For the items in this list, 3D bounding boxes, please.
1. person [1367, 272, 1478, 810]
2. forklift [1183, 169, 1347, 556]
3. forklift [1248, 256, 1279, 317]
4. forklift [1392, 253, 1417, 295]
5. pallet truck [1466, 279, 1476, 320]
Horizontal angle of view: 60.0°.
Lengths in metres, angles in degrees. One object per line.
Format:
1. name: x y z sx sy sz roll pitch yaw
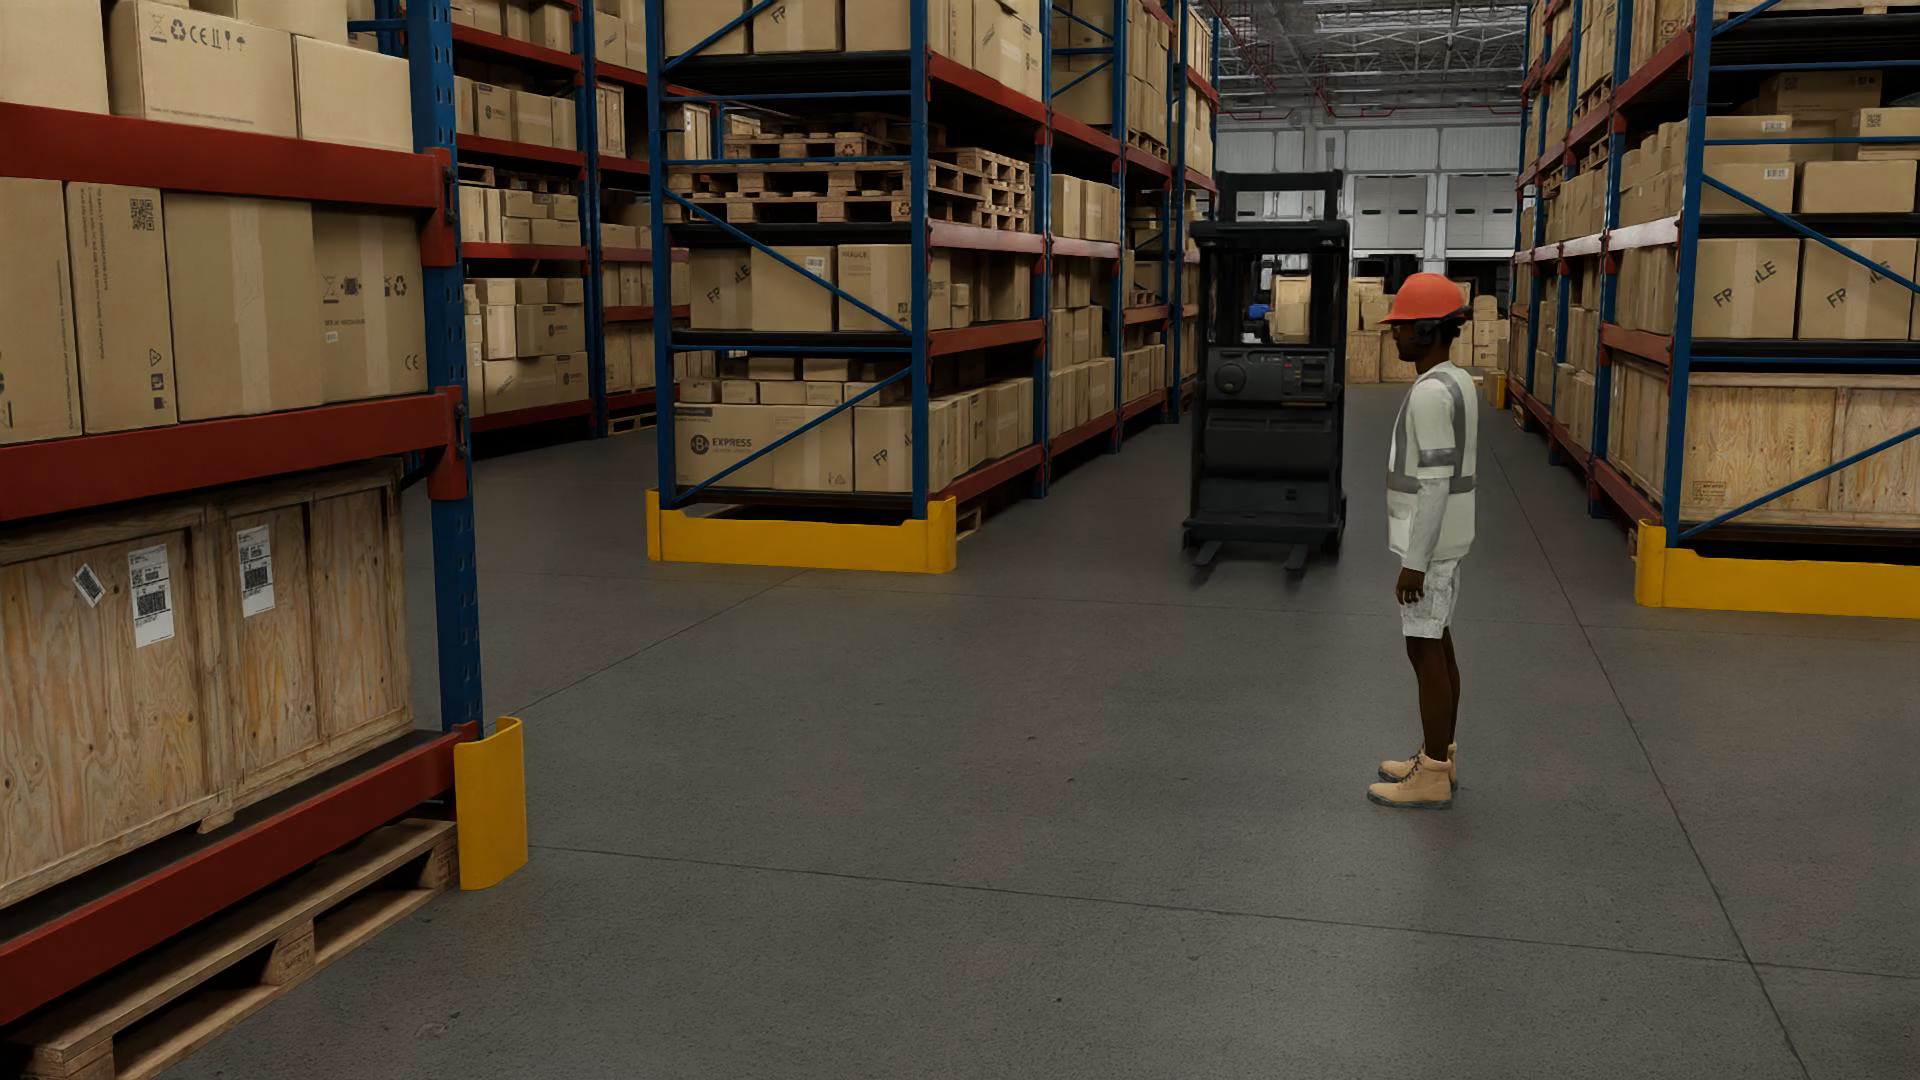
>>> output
1. person: 1.762 0.008 6.372 0.390 2.041 0.614 4 10 24
2. forklift: 2.406 -1.408 12.718 1.129 2.768 1.873 2 9 15
3. forklift: 11.269 -9.084 61.485 1.129 2.768 1.873 2 9 15
4. forklift: 14.534 -7.989 54.531 1.129 2.768 1.873 -9 12 -43
5. pallet truck: 18.896 -8.459 60.307 1.885 1.965 0.823 5 10 31
